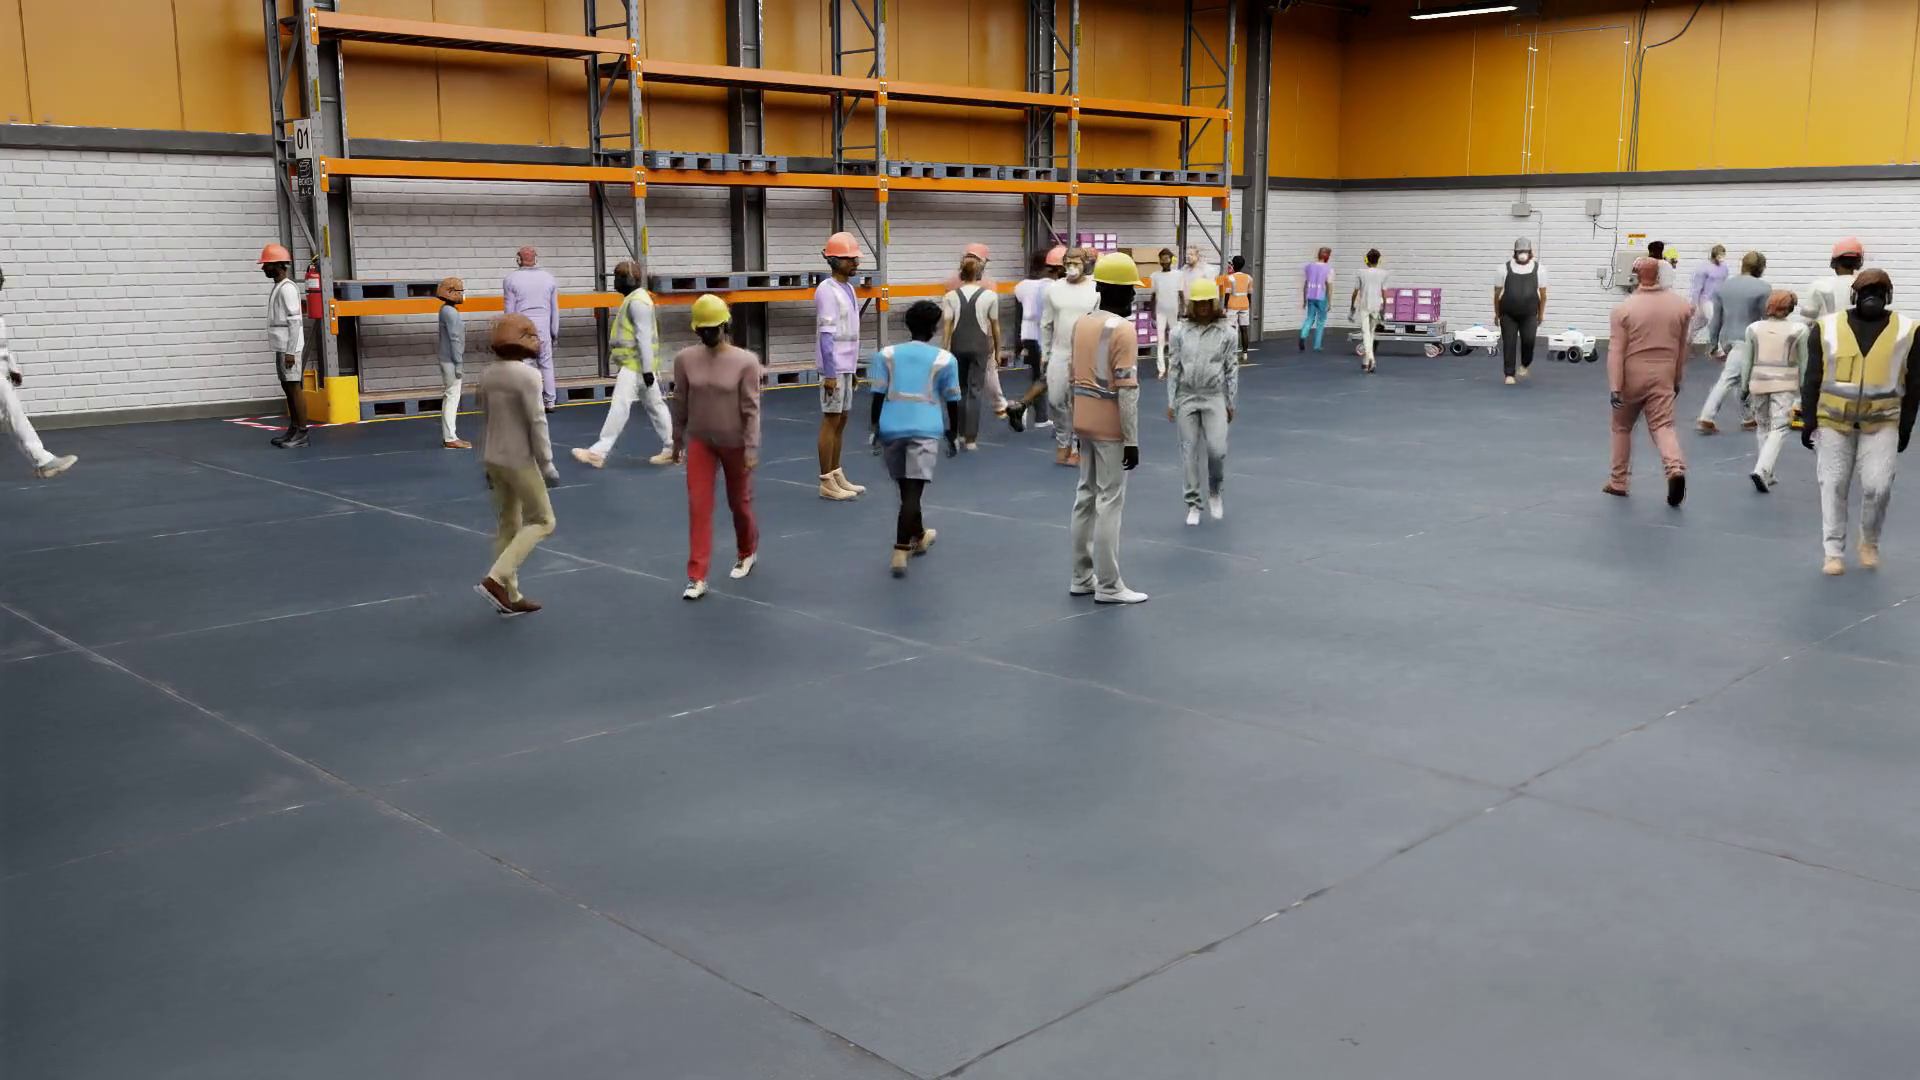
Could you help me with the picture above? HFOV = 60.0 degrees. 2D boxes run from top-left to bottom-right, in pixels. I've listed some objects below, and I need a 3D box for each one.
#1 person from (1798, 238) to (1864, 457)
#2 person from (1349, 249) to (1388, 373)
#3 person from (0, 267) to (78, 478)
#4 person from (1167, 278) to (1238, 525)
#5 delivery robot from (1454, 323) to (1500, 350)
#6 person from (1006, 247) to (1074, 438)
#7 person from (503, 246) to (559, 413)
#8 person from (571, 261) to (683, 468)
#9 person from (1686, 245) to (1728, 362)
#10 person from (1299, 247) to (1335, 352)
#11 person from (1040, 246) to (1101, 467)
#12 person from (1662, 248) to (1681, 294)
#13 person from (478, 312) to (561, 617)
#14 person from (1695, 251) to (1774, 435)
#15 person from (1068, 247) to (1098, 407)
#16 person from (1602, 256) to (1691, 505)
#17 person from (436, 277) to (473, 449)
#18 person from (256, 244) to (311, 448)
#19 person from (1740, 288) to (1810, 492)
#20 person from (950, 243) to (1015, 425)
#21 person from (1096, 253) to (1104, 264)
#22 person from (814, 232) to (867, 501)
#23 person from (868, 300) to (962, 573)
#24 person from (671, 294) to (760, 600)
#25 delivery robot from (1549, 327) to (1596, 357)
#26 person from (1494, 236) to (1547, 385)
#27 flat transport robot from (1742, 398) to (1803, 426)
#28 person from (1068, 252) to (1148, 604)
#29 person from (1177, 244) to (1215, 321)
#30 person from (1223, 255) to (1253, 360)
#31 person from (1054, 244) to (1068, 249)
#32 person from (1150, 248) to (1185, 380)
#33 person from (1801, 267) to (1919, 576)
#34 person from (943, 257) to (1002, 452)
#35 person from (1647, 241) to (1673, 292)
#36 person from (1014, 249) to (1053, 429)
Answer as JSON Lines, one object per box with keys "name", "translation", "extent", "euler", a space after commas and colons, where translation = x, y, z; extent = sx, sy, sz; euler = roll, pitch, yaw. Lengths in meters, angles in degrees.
{"name": "person", "translation": [7.657, -1.631, 14.573], "extent": [0.622, 1.985, 1.011], "euler": [1, 10, 4]}
{"name": "person", "translation": [6.084, -3.409, 24.718], "extent": [0.530, 1.837, 0.916], "euler": [0, 10, -2]}
{"name": "person", "translation": [-7.869, -1.404, 13.731], "extent": [0.943, 1.839, 0.611], "euler": [-4, 11, -23]}
{"name": "person", "translation": [1.688, -0.957, 11.625], "extent": [0.485, 1.729, 0.360], "euler": [2, 11, 10]}
{"name": "delivery robot", "translation": [8.660, -3.398, 27.872], "extent": [0.707, 0.478, 0.477], "euler": [6, 12, 31]}
{"name": "person", "translation": [0.867, -1.943, 16.497], "extent": [0.705, 1.912, 0.556], "euler": [-4, 11, -21]}
{"name": "person", "translation": [-4.873, -2.375, 18.868], "extent": [0.651, 1.904, 0.403], "euler": [-8, 13, -36]}
{"name": "person", "translation": [-2.907, -1.530, 14.553], "extent": [0.979, 1.789, 0.651], "euler": [-2, 11, -12]}
{"name": "person", "translation": [12.070, -3.813, 26.819], "extent": [0.642, 1.886, 1.068], "euler": [-7, 12, -33]}
{"name": "person", "translation": [6.188, -4.152, 28.798], "extent": [0.600, 1.817, 0.602], "euler": [9, 14, 40]}
{"name": "person", "translation": [0.993, -1.583, 14.490], "extent": [0.654, 1.922, 0.481], "euler": [3, 11, 16]}
{"name": "person", "translation": [11.949, -3.990, 27.962], "extent": [0.803, 1.799, 0.608], "euler": [7, 13, 34]}
{"name": "person", "translation": [-2.369, -0.383, 8.771], "extent": [0.521, 1.614, 0.417], "euler": [10, 15, 44]}
{"name": "person", "translation": [7.955, -2.007, 16.995], "extent": [1.097, 1.880, 0.622], "euler": [-4, 11, -22]}
{"name": "person", "translation": [1.513, -2.464, 19.414], "extent": [0.357, 1.881, 0.574], "euler": [-7, 12, -33]}
{"name": "person", "translation": [5.231, -1.210, 12.624], "extent": [0.653, 1.869, 0.884], "euler": [0, 10, -1]}
{"name": "person", "translation": [-4.831, -1.682, 15.854], "extent": [0.279, 1.624, 0.494], "euler": [-5, 12, -25]}
{"name": "person", "translation": [-6.460, -1.841, 15.865], "extent": [0.369, 1.935, 0.552], "euler": [-6, 12, -31]}
{"name": "person", "translation": [6.468, -1.194, 13.234], "extent": [0.781, 1.612, 0.531], "euler": [-9, 14, -41]}
{"name": "person", "translation": [0.193, -2.222, 17.955], "extent": [0.628, 1.925, 1.058], "euler": [7, 12, 33]}
{"name": "person", "translation": [1.950, -3.059, 22.948], "extent": [0.603, 1.791, 0.949], "euler": [9, 14, 41]}
{"name": "person", "translation": [-0.906, -1.327, 12.774], "extent": [0.395, 2.044, 0.609], "euler": [2, 11, 13]}
{"name": "person", "translation": [-0.269, -0.642, 10.158], "extent": [0.539, 1.618, 0.937], "euler": [3, 11, 15]}
{"name": "person", "translation": [-1.389, -0.558, 9.510], "extent": [0.540, 1.703, 0.941], "euler": [1, 10, 6]}
{"name": "delivery robot", "translation": [9.804, -3.174, 26.652], "extent": [0.477, 0.478, 0.707], "euler": [-7, 12, -32]}
{"name": "person", "translation": [7.623, -3.144, 22.688], "extent": [0.691, 2.000, 0.663], "euler": [3, 11, 15]}
{"name": "flat transport robot", "translation": [9.066, -1.380, 17.901], "extent": [1.431, 0.197, 0.652], "euler": [-9, 14, -40]}
{"name": "person", "translation": [0.821, -0.613, 9.198], "extent": [0.387, 1.926, 0.591], "euler": [-5, 12, -25]}
{"name": "person", "translation": [3.461, -3.406, 24.532], "extent": [0.478, 1.890, 0.665], "euler": [-8, 13, -39]}
{"name": "person", "translation": [4.473, -3.737, 26.861], "extent": [0.541, 1.695, 0.316], "euler": [-5, 11, -25]}
{"name": "person", "translation": [1.362, -3.253, 23.685], "extent": [0.551, 1.908, 0.913], "euler": [6, 12, 31]}
{"name": "person", "translation": [2.948, -3.212, 23.582], "extent": [0.520, 1.852, 0.745], "euler": [2, 11, 11]}
{"name": "person", "translation": [5.326, -0.691, 9.875], "extent": [0.622, 1.832, 0.432], "euler": [6, 12, 28]}
{"name": "person", "translation": [0.123, -1.765, 15.806], "extent": [0.515, 1.805, 0.907], "euler": [2, 11, 10]}
{"name": "person", "translation": [11.270, -3.878, 26.999], "extent": [0.682, 1.921, 0.775], "euler": [-8, 13, -36]}
{"name": "person", "translation": [0.803, -2.080, 17.325], "extent": [0.582, 1.891, 0.822], "euler": [8, 13, 36]}
